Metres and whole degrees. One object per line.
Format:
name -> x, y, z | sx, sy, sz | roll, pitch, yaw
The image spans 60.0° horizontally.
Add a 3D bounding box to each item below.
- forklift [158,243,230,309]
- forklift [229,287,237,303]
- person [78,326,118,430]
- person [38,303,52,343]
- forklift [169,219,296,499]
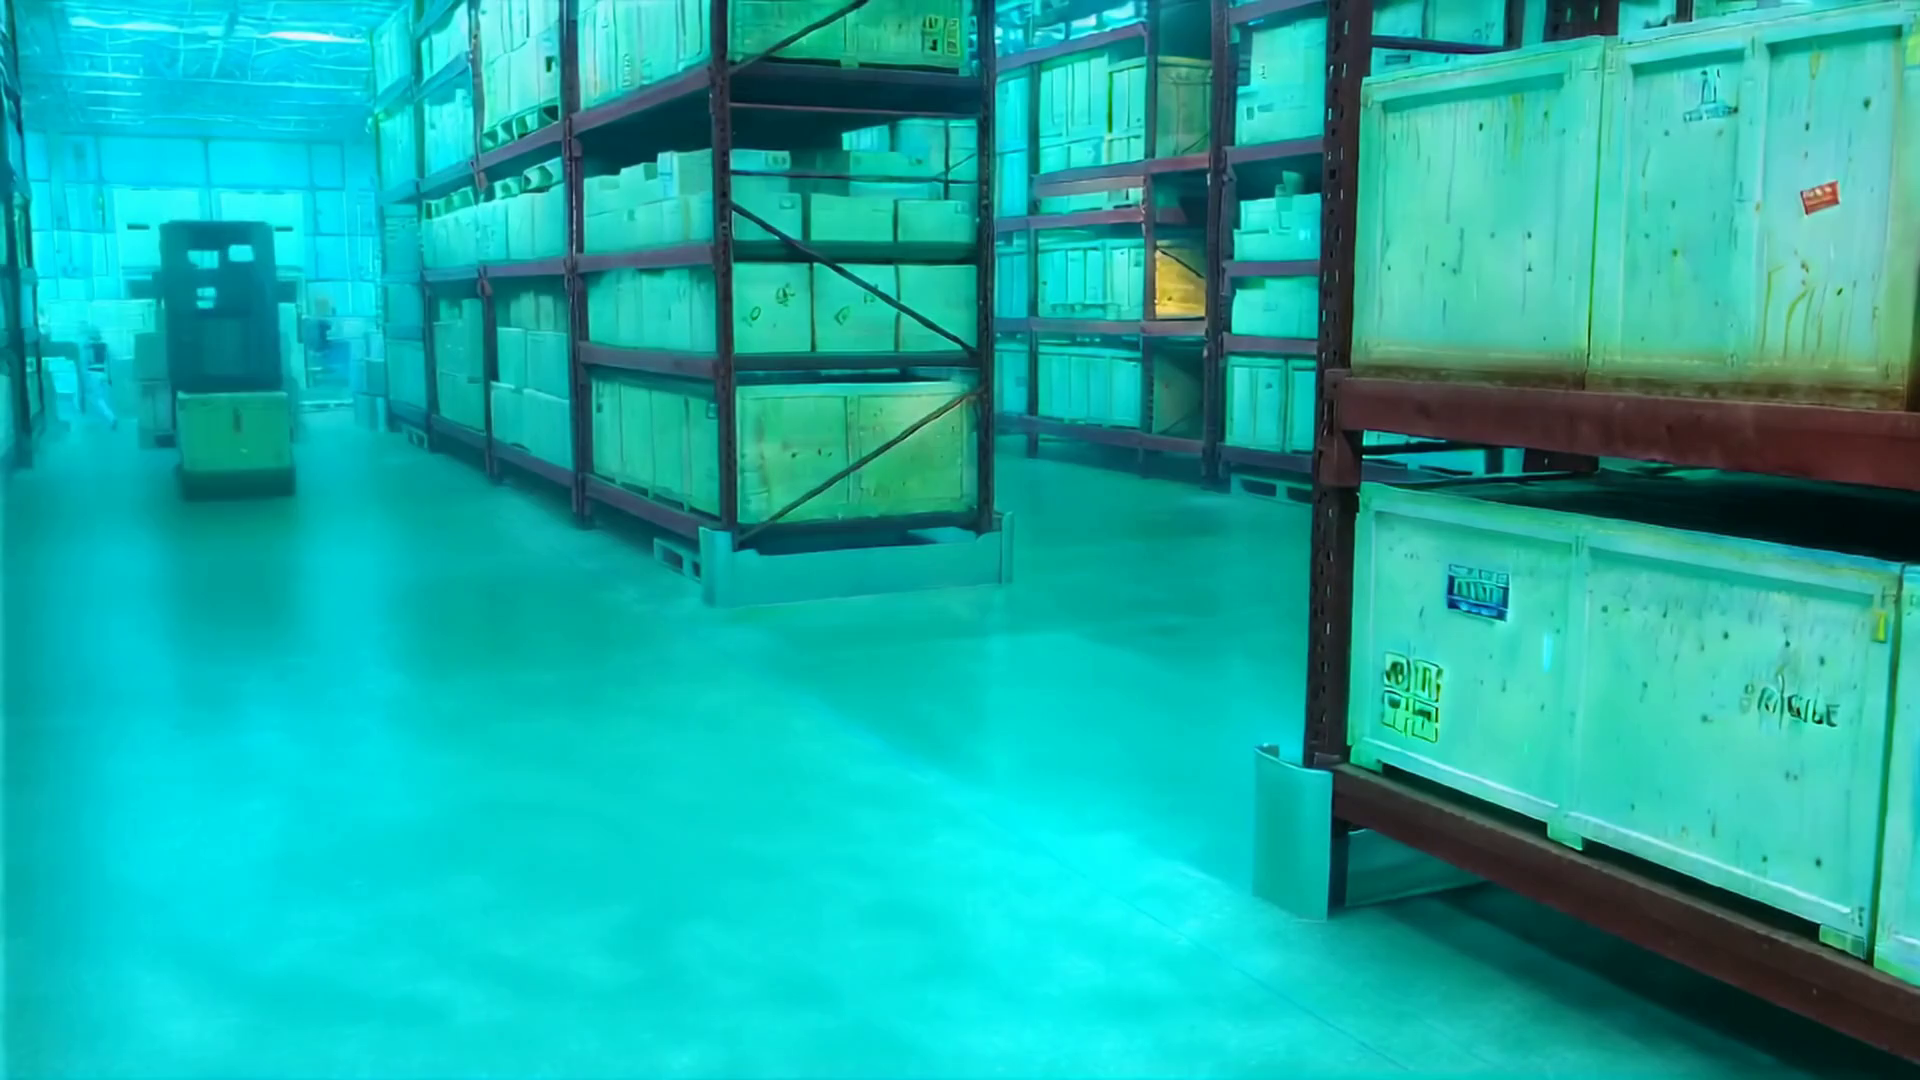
forklift -> -11.113, -2.932, 24.306 | 1.129, 2.768, 1.873 | -4, 9, -26
forklift -> -17.862, -5.470, 41.809 | 1.129, 2.768, 1.873 | -4, 9, -26
person -> -13.148, -2.461, 25.396 | 0.678, 1.616, 0.519 | 3, 9, 20
person -> -26.355, -5.885, 48.035 | 0.867, 1.908, 0.552 | 0, 8, 0
forklift -> -7.607, -1.910, 17.259 | 1.129, 2.768, 1.873 | -4, 9, -26
